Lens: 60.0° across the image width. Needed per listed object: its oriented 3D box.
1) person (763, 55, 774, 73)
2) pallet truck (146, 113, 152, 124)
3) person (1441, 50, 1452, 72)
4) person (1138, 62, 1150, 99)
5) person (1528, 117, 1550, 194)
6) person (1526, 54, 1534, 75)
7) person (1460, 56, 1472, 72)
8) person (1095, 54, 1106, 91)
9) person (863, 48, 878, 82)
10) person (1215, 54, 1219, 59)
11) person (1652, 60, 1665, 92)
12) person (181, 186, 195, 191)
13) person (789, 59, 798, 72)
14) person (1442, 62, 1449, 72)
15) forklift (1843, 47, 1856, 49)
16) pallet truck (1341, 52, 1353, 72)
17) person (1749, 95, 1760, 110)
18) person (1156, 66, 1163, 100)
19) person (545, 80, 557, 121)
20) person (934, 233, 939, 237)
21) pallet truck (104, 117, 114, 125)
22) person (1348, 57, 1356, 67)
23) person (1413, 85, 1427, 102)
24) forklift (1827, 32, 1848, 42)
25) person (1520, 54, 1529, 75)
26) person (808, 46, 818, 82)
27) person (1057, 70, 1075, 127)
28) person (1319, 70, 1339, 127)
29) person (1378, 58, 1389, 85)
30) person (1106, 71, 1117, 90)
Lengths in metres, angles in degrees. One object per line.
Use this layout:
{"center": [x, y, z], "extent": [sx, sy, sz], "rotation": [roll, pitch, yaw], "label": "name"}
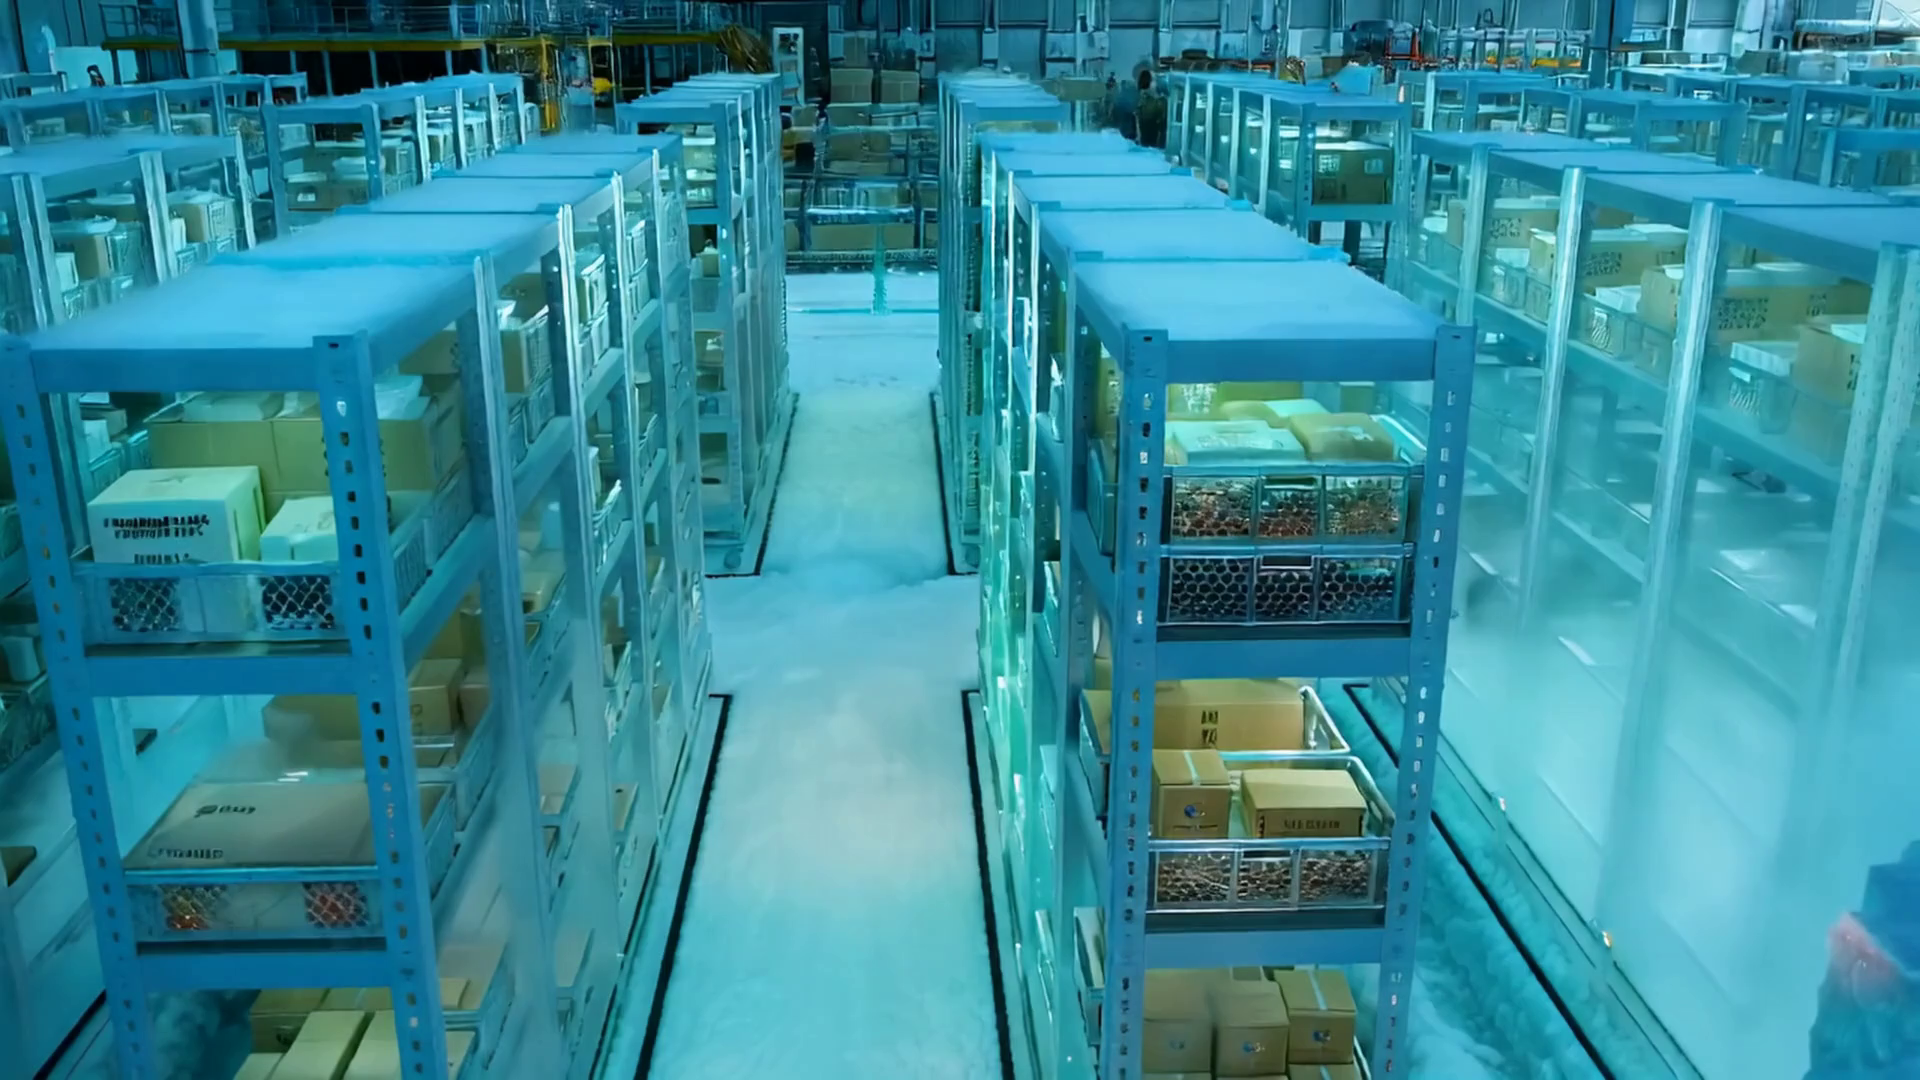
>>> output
{"center": [-9.585, -23.435, 83.537], "extent": [0.652, 1.787, 0.980], "rotation": [-8, 20, -23], "label": "person"}
{"center": [-18.087, -8.309, 36.390], "extent": [1.885, 1.965, 0.823], "rotation": [-1, 18, -4], "label": "pallet truck"}
{"center": [25.861, -25.101, 88.526], "extent": [0.559, 1.901, 0.962], "rotation": [-9, 20, -25], "label": "person"}
{"center": [7.460, -18.422, 67.693], "extent": [0.387, 1.989, 0.623], "rotation": [-15, 23, -39], "label": "person"}
{"center": [13.075, -8.591, 37.521], "extent": [0.590, 1.837, 0.404], "rotation": [-13, 22, -36], "label": "person"}
{"center": [28.844, -23.712, 84.359], "extent": [0.519, 1.819, 0.861], "rotation": [-15, 23, -39], "label": "person"}
{"center": [23.900, -21.928, 78.669], "extent": [0.391, 1.913, 0.587], "rotation": [-14, 23, -37], "label": "person"}
{"center": [7.105, -23.500, 83.674], "extent": [0.433, 1.821, 0.667], "rotation": [-1, 18, -3], "label": "person"}
{"center": [-4.991, -26.573, 93.097], "extent": [0.949, 1.876, 0.596], "rotation": [-10, 20, -28], "label": "person"}
{"center": [13.515, -24.761, 87.779], "extent": [0.318, 1.699, 0.535], "rotation": [0, 18, 1], "label": "person"}
{"center": [30.173, -19.736, 71.800], "extent": [0.361, 1.963, 0.617], "rotation": [-9, 20, -27], "label": "person"}
{"center": [-12.537, -5.108, 26.749], "extent": [0.404, 1.828, 0.599], "rotation": [12, 21, 33], "label": "person"}
{"center": [-9.019, -25.794, 90.592], "extent": [0.544, 1.939, 0.355], "rotation": [-2, 18, -7], "label": "person"}
{"center": [21.892, -20.684, 75.091], "extent": [0.295, 1.743, 0.493], "rotation": [7, 19, 20], "label": "person"}
{"center": [31.409, -16.049, 58.927], "extent": [1.129, 2.768, 1.873], "rotation": [-1, 18, -2], "label": "forklift"}
{"center": [18.794, -23.123, 82.231], "extent": [0.823, 1.965, 1.885], "rotation": [-13, 22, -35], "label": "pallet truck"}
{"center": [28.676, -15.914, 60.149], "extent": [0.437, 1.854, 0.526], "rotation": [-14, 22, -36], "label": "person"}
{"center": [8.323, -18.821, 69.303], "extent": [0.352, 1.760, 0.545], "rotation": [0, 18, 1], "label": "person"}
{"center": [-15.434, -16.708, 62.584], "extent": [0.351, 1.877, 0.582], "rotation": [15, 23, 38], "label": "person"}
{"center": [-0.142, -6.551, 31.382], "extent": [0.895, 1.713, 0.549], "rotation": [-12, 21, -32], "label": "person"}
{"center": [-18.367, -7.885, 35.078], "extent": [1.885, 1.965, 0.823], "rotation": [1, 18, 2], "label": "pallet truck"}
{"center": [18.178, -21.530, 77.477], "extent": [0.870, 1.887, 0.719], "rotation": [5, 18, 14], "label": "person"}
{"center": [16.258, -15.563, 58.933], "extent": [0.545, 1.938, 0.359], "rotation": [-11, 21, -29], "label": "person"}
{"center": [46.023, -25.321, 87.619], "extent": [1.129, 2.768, 1.873], "rotation": [-1, 18, -2], "label": "forklift"}
{"center": [27.301, -22.607, 80.792], "extent": [0.782, 1.906, 0.593], "rotation": [1, 18, 4], "label": "person"}
{"center": [-8.292, -26.919, 94.056], "extent": [0.605, 1.950, 0.381], "rotation": [-16, 24, -41], "label": "person"}
{"center": [3.616, -15.800, 59.567], "extent": [0.929, 2.006, 0.610], "rotation": [2, 18, 7], "label": "person"}
{"center": [13.203, -15.858, 59.682], "extent": [1.041, 2.000, 0.695], "rotation": [10, 21, 29], "label": "person"}
{"center": [19.296, -21.109, 76.146], "extent": [0.662, 1.905, 0.704], "rotation": [-11, 21, -31], "label": "person"}
{"center": [5.700, -16.615, 62.299], "extent": [0.311, 1.869, 0.530], "rotation": [-17, 24, -41], "label": "person"}
